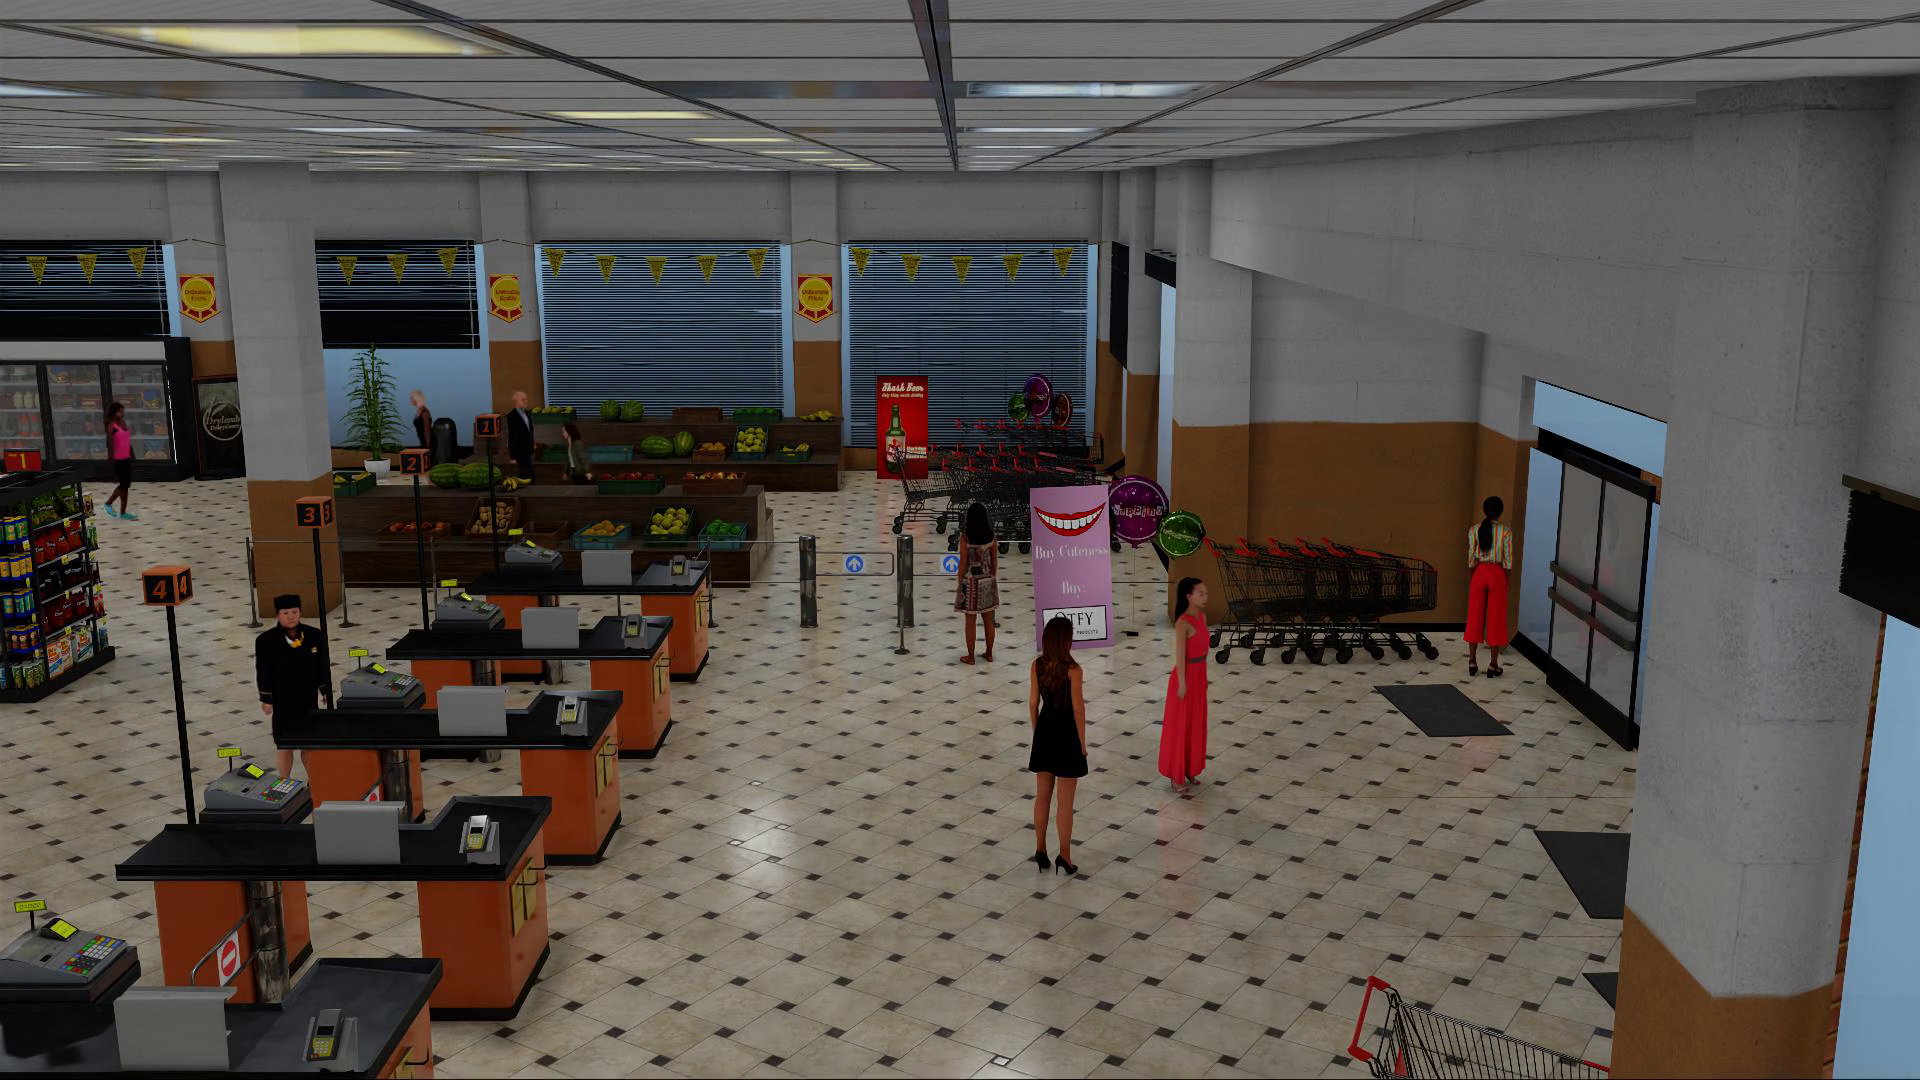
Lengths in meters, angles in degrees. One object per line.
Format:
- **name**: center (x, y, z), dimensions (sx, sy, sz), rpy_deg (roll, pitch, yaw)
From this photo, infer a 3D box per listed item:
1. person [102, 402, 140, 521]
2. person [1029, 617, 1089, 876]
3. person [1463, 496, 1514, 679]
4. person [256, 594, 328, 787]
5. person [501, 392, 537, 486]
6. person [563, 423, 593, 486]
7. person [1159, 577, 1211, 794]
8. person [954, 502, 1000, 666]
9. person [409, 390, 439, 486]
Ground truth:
- **person**: center (-12.197, -1.132, 23.998), dimensions (0.698, 1.710, 0.576), rpy_deg (2, 12, 8)
- **person**: center (0.669, 1.427, 11.547), dimensions (0.633, 1.834, 0.729), rpy_deg (8, 14, 32)
- **person**: center (5.174, 0.451, 16.280), dimensions (0.630, 1.793, 0.735), rpy_deg (7, 14, 30)
- **person**: center (-5.140, 1.233, 12.863), dimensions (0.765, 1.671, 0.863), rpy_deg (-8, 14, -33)
- **person**: center (-6.559, -1.299, 24.652), dimensions (1.158, 1.767, 0.809), rpy_deg (2, 12, 12)
- **person**: center (-5.361, -0.945, 23.769), dimensions (0.902, 1.438, 0.811), rpy_deg (-9, 15, -38)
- **person**: center (1.820, 1.135, 13.194), dimensions (0.750, 1.725, 0.716), rpy_deg (8, 15, 35)
- **person**: center (0.172, 0.428, 16.750), dimensions (0.639, 1.645, 0.784), rpy_deg (-6, 13, -27)
- **person**: center (-8.061, -1.454, 25.499), dimensions (0.956, 1.722, 0.846), rpy_deg (-6, 14, -28)
